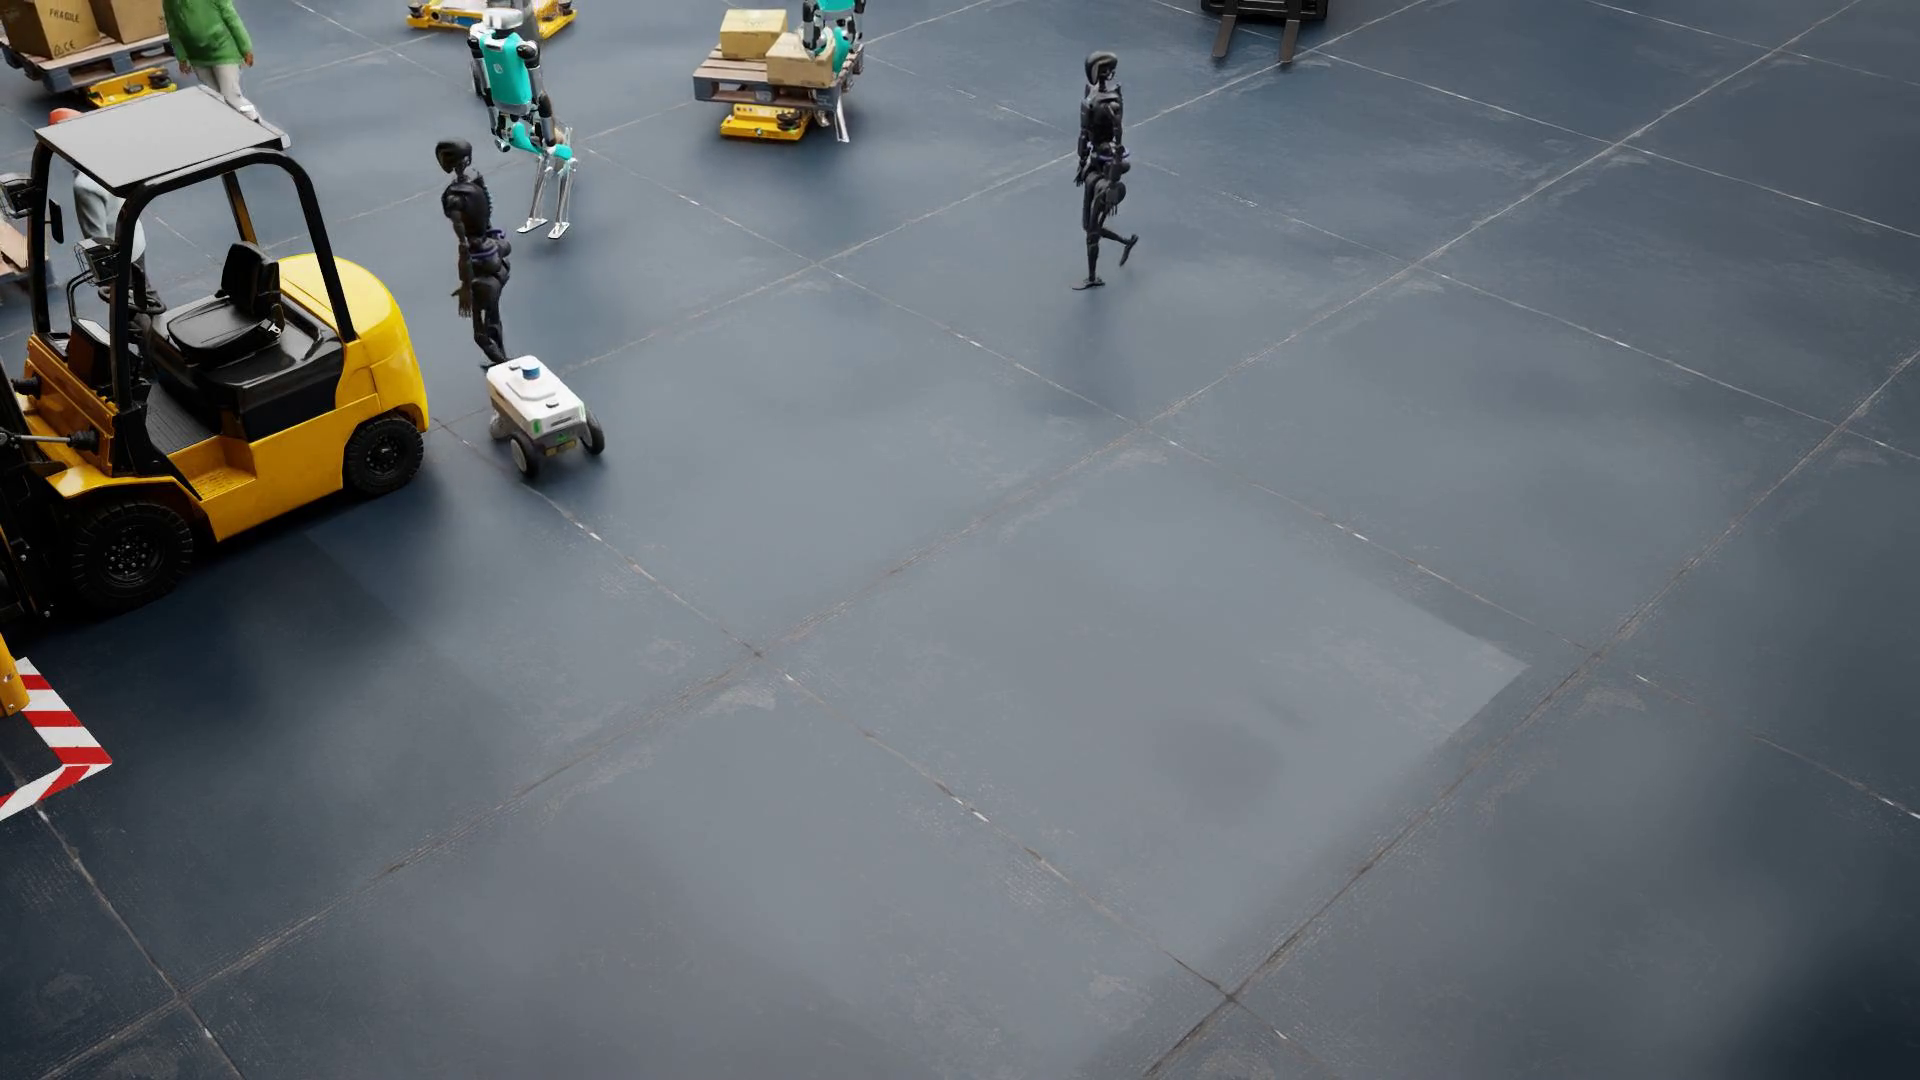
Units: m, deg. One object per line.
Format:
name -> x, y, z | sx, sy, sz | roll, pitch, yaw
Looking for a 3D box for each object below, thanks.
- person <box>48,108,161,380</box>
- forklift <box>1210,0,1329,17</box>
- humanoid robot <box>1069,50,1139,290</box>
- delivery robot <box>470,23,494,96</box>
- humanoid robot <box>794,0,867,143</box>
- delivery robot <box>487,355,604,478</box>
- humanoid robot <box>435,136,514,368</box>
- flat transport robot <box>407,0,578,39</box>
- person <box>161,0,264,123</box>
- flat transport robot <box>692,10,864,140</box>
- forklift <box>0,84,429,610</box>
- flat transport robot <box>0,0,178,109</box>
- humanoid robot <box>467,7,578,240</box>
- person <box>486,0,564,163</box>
person -> -5.187, -1.801, 10.176 | 0.352, 1.742, 0.572 | -4, 37, -5
forklift -> 3.106, -6.400, 15.960 | 1.214, 2.155, 2.313 | 8, 37, 10
humanoid robot -> 1.015, -2.475, 11.148 | 0.543, 1.641, 0.614 | -13, 39, -16
delivery robot -> -4.010, -4.199, 14.387 | 0.499, 0.604, 0.807 | -12, 38, -16
humanoid robot -> -1.078, -4.027, 13.179 | 0.552, 1.782, 0.823 | -19, 41, -24
delivery robot -> -2.482, -0.753, 9.772 | 0.528, 0.601, 0.773 | -23, 43, -28
humanoid robot -> -2.906, -1.641, 10.022 | 0.409, 1.649, 0.601 | 1, 37, 2
flat transport robot -> -4.400, -4.960, 15.636 | 1.431, 0.231, 0.659 | 9, 38, 12
person -> -5.743, -3.743, 12.766 | 0.552, 1.760, 0.413 | 6, 37, 8
flat transport robot -> -1.499, -3.746, 14.012 | 0.659, 0.231, 1.431 | 7, 37, 9
forklift -> -4.145, -1.093, 8.856 | 2.313, 2.155, 1.214 | -31, 47, -34
flat transport robot -> -7.445, -4.068, 14.442 | 1.431, 0.231, 0.659 | 30, 46, 34
humanoid robot -> -2.947, -2.951, 11.609 | 0.533, 1.677, 0.735 | 15, 39, 19
person -> -3.409, -3.795, 12.634 | 0.530, 1.994, 0.707 | -1, 37, -1
